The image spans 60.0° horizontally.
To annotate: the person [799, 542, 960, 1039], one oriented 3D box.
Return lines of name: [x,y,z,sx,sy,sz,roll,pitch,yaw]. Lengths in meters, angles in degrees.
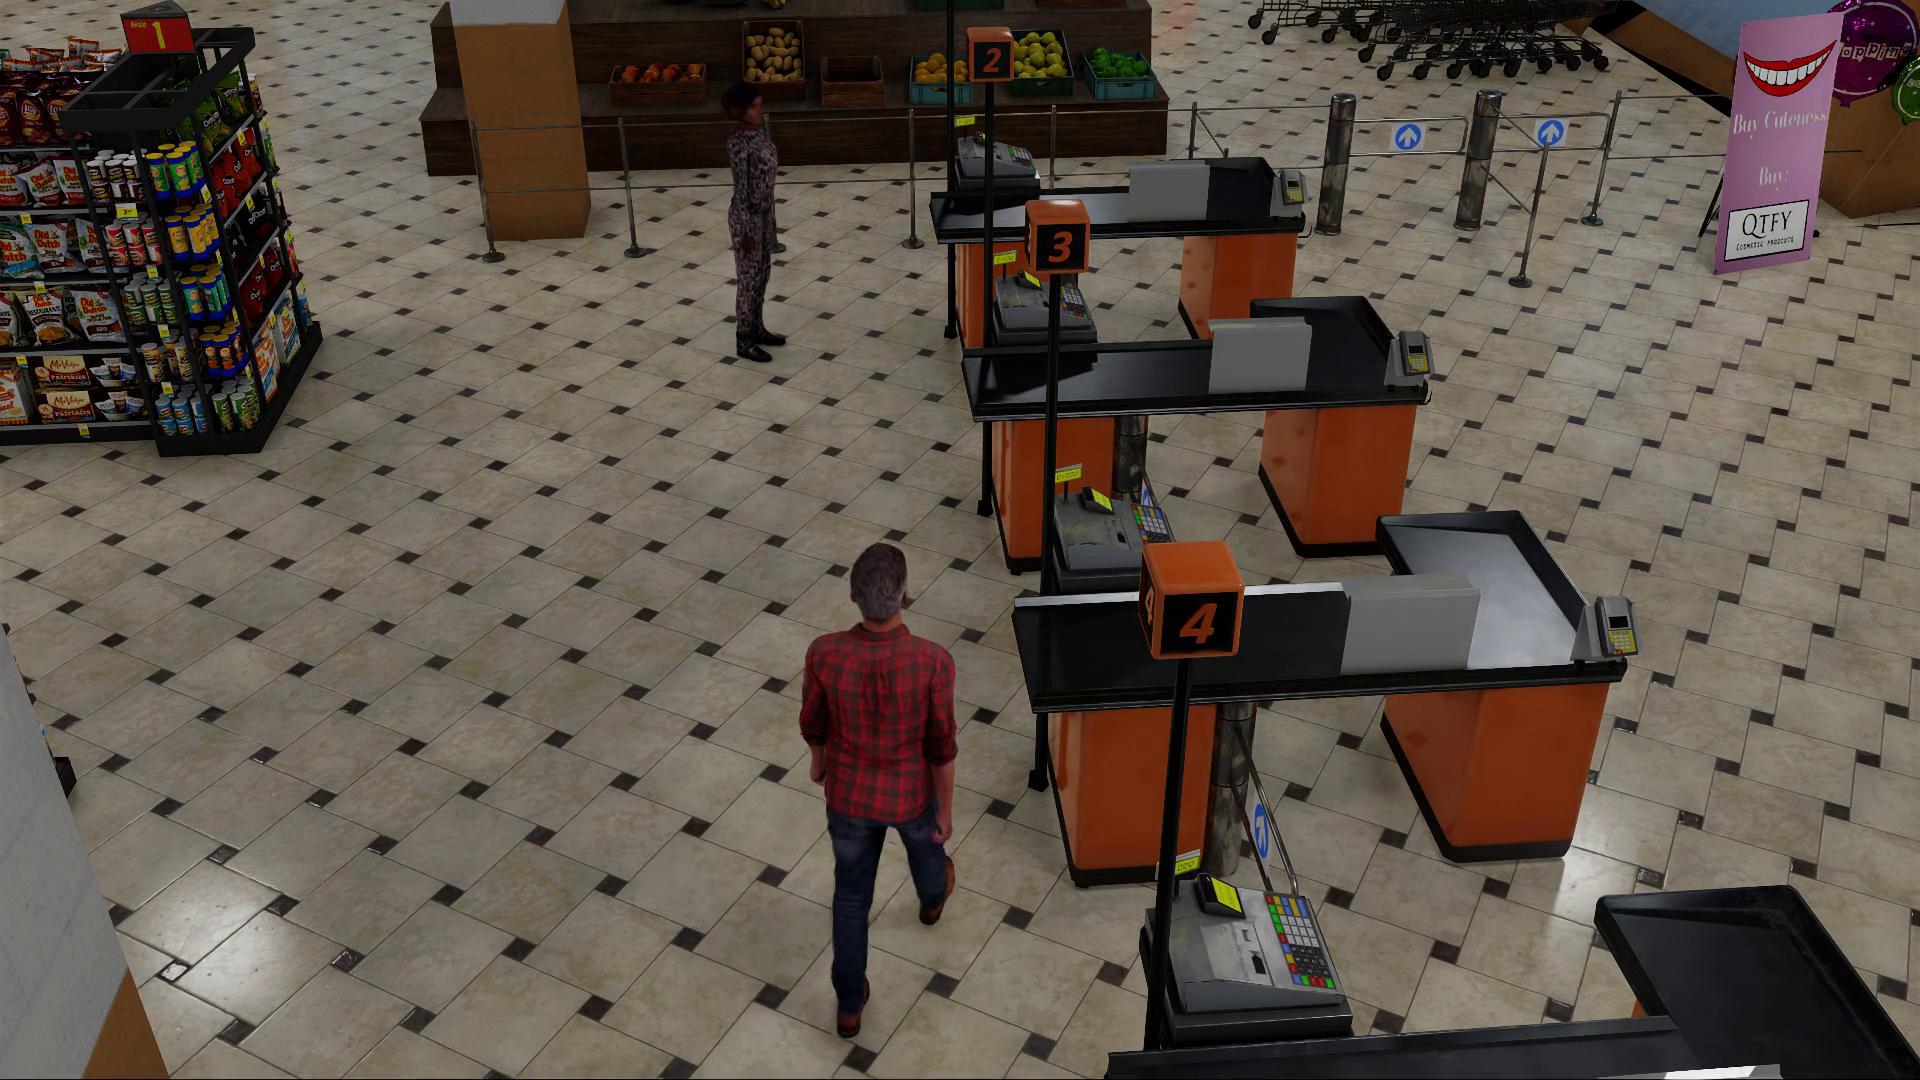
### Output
person: [-0.287,0.878,5.553,1.137,1.792,0.955,5,32,8]

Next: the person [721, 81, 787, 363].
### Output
person: [-1.268,-1.943,10.161,0.647,1.714,0.646,9,33,14]
